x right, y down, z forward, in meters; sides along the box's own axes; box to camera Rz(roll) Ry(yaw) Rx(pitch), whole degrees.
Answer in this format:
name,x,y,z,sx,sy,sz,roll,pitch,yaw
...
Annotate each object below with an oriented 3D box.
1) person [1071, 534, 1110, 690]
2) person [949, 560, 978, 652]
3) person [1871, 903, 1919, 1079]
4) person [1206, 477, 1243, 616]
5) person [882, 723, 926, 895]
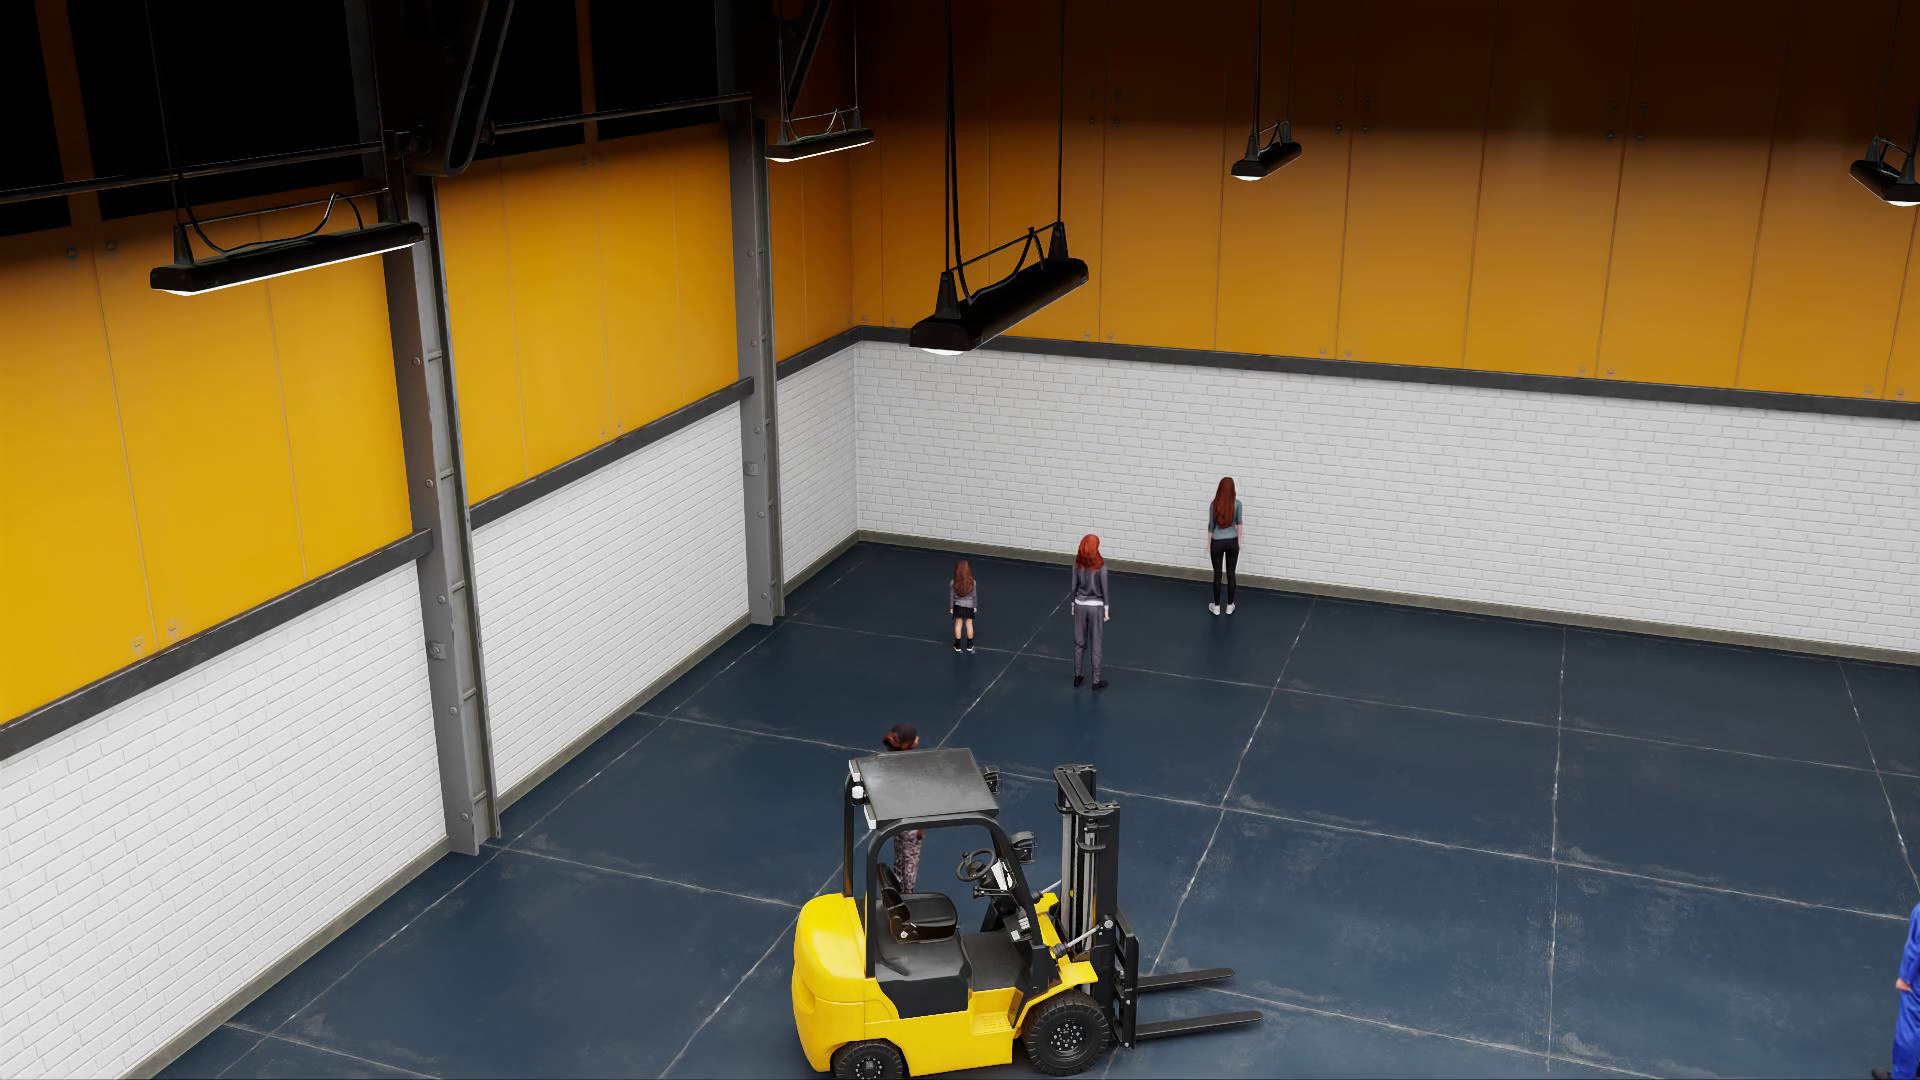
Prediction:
name,x,y,z,sx,sy,sz,roll,pitch,yaw
person,1.422,0.778,18.316,0.608,1.779,0.531,10,21,26
person,0.035,0.755,19.440,0.534,1.106,0.546,-2,19,-5
person,6.788,3.015,11.601,0.777,1.825,0.824,-8,20,-22
person,3.254,0.064,20.494,0.655,1.742,0.635,0,19,0
person,-0.446,2.312,13.864,0.742,1.714,0.680,-8,20,-22
